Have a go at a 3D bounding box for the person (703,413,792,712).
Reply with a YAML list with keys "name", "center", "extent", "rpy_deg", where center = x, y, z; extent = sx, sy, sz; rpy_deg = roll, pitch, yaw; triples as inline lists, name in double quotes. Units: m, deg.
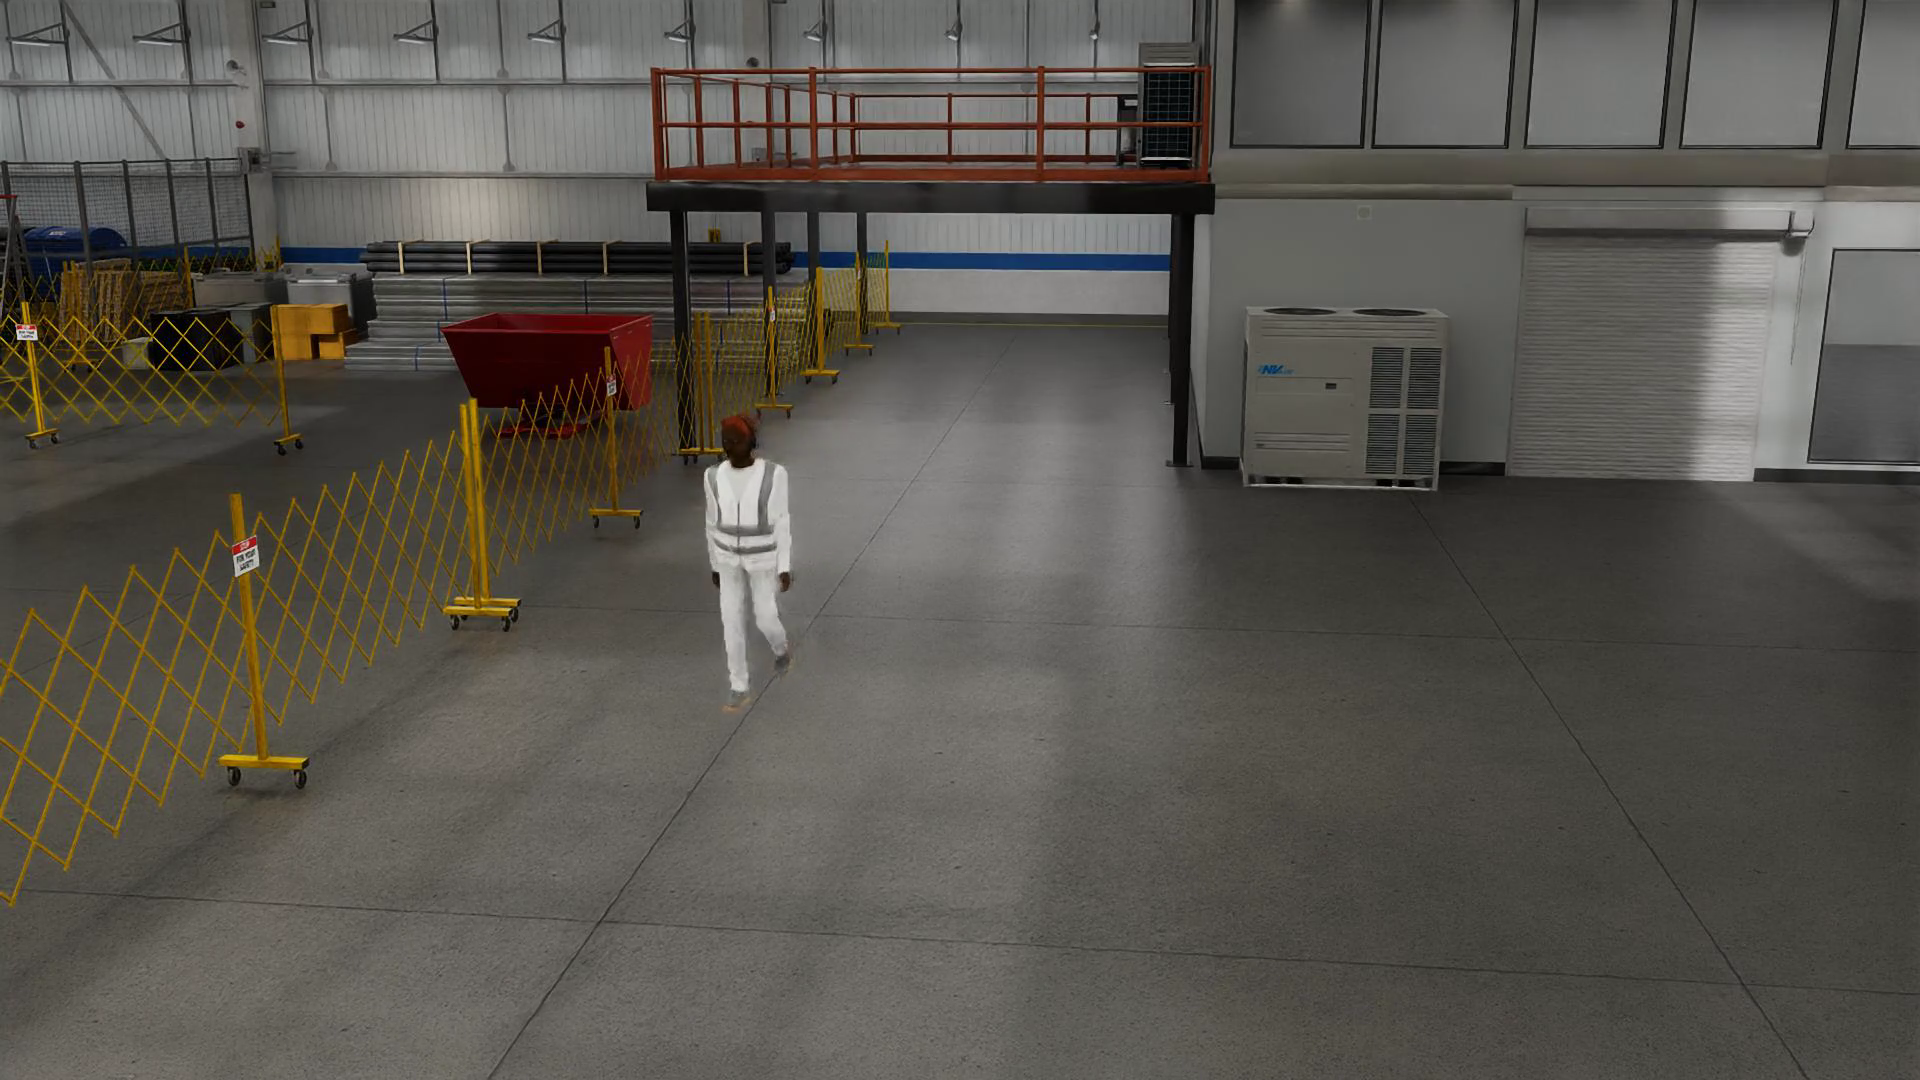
- name: "person"
  center: [-1.309, 0.113, 10.447]
  extent: [0.582, 1.861, 0.648]
  rpy_deg: [3, 14, 13]
